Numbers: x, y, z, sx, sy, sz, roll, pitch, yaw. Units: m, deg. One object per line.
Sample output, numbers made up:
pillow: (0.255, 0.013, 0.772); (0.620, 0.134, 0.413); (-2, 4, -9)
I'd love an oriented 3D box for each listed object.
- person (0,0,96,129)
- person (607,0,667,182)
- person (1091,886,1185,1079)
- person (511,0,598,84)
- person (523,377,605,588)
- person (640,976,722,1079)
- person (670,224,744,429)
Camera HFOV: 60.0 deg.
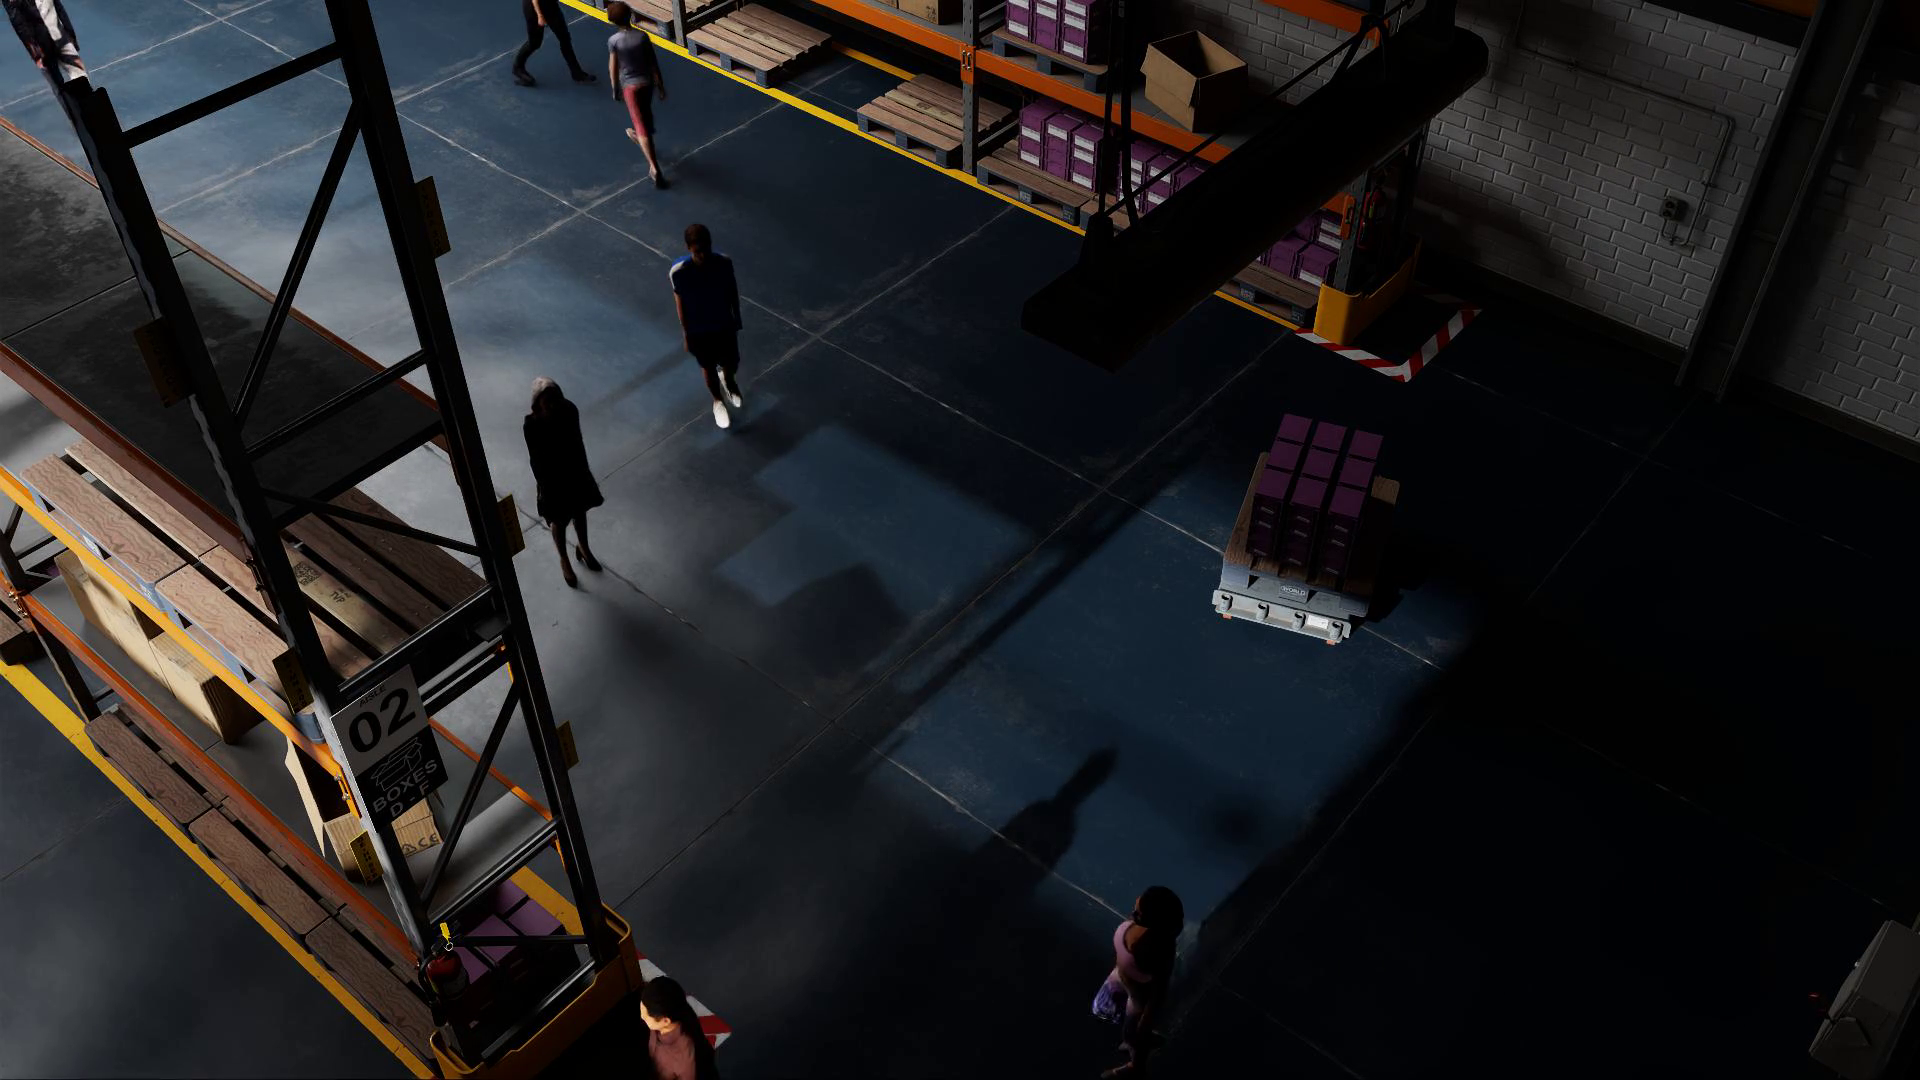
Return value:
person: (-8.695, -4.704, 15.823); (0.962, 1.859, 0.735); (33, 53, 30)
person: (-2.941, -4.111, 15.381); (0.888, 1.610, 1.208); (-17, 46, -17)
person: (1.002, 2.291, 8.554); (0.819, 1.758, 0.752); (-10, 44, -10)
person: (-4.260, -5.304, 16.603); (1.175, 1.652, 0.960); (8, 44, 8)
person: (-2.711, -0.412, 11.401); (0.619, 1.746, 0.589); (-34, 53, -30)
person: (-1.298, 2.660, 8.164); (0.789, 1.762, 0.656); (-22, 48, -22)
person: (-1.942, -1.714, 12.696); (0.843, 1.845, 0.909); (-14, 45, -14)
